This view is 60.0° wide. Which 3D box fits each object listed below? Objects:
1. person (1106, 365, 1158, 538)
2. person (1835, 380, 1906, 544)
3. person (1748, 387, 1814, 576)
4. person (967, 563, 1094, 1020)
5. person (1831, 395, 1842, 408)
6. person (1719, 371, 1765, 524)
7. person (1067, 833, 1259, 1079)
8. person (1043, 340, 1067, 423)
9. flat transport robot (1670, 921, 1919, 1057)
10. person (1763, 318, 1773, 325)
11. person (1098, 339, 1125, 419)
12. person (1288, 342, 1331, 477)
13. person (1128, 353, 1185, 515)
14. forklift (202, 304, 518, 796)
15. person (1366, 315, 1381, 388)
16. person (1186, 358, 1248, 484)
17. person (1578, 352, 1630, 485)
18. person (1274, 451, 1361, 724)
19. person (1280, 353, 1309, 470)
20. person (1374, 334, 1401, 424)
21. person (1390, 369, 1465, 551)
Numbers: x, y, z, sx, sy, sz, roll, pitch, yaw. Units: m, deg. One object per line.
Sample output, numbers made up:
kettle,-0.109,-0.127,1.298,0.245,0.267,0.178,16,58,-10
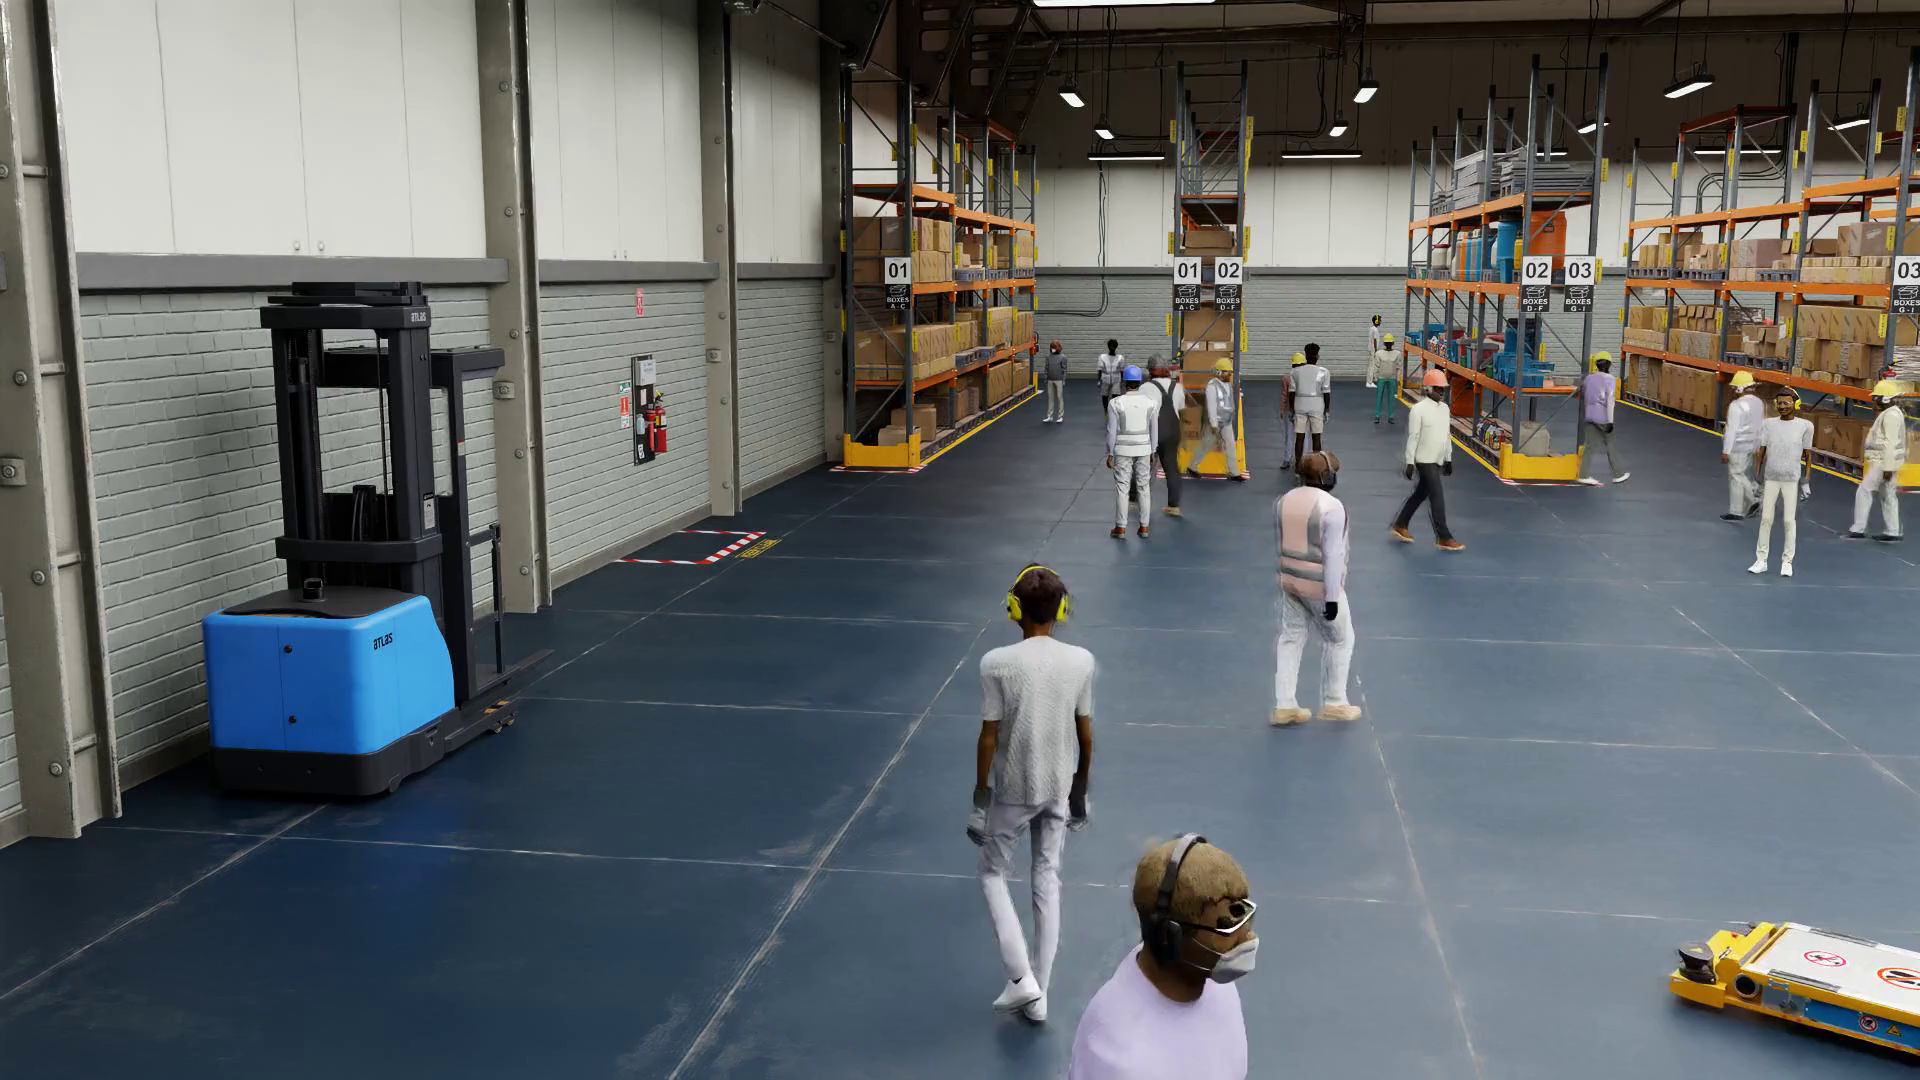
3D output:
person,1.941,-0.997,18.801,0.605,1.948,0.391,-2,9,-12
person,10.081,-0.861,18.391,0.743,1.803,0.616,6,11,32
person,8.147,-0.582,16.484,0.532,1.868,0.310,7,12,37
person,0.277,1.015,6.664,0.569,1.856,0.380,-4,10,-21
person,19.434,-3.885,36.788,0.658,1.885,1.000,2,9,13
person,9.328,-1.105,19.854,0.593,1.820,0.430,-7,12,-37
person,0.408,1.512,3.384,0.453,1.925,0.657,4,10,25
person,1.894,-3.161,33.114,0.497,1.633,0.289,6,11,32
flat transport robot,3.696,1.827,6.665,1.431,0.197,0.652,8,12,41
person,16.626,-3.571,34.379,0.613,2.041,0.393,8,12,42
person,2.981,-3.131,32.766,0.543,1.682,0.631,1,9,7
person,5.106,-1.899,24.308,0.612,1.962,0.364,4,10,23
person,2.421,-1.335,20.727,0.705,2.000,1.013,-4,10,-25
forklift,-3.673,-0.038,10.147,1.129,2.768,1.873,1,9,9
person,10.719,-4.883,43.042,0.320,1.862,0.510,1,9,4
person,3.652,-1.714,23.757,0.951,1.786,0.607,8,12,42
person,9.104,-1.708,23.443,0.896,1.861,0.670,-4,10,-22
person,2.417,0.314,11.080,0.719,1.819,0.653,-5,10,-27
person,5.128,-1.957,25.280,0.533,1.767,0.324,4,10,23
person,8.445,-3.184,32.865,0.554,1.767,0.334,1,9,7
person,5.134,-0.903,18.234,0.626,1.951,1.003,-8,12,-40
